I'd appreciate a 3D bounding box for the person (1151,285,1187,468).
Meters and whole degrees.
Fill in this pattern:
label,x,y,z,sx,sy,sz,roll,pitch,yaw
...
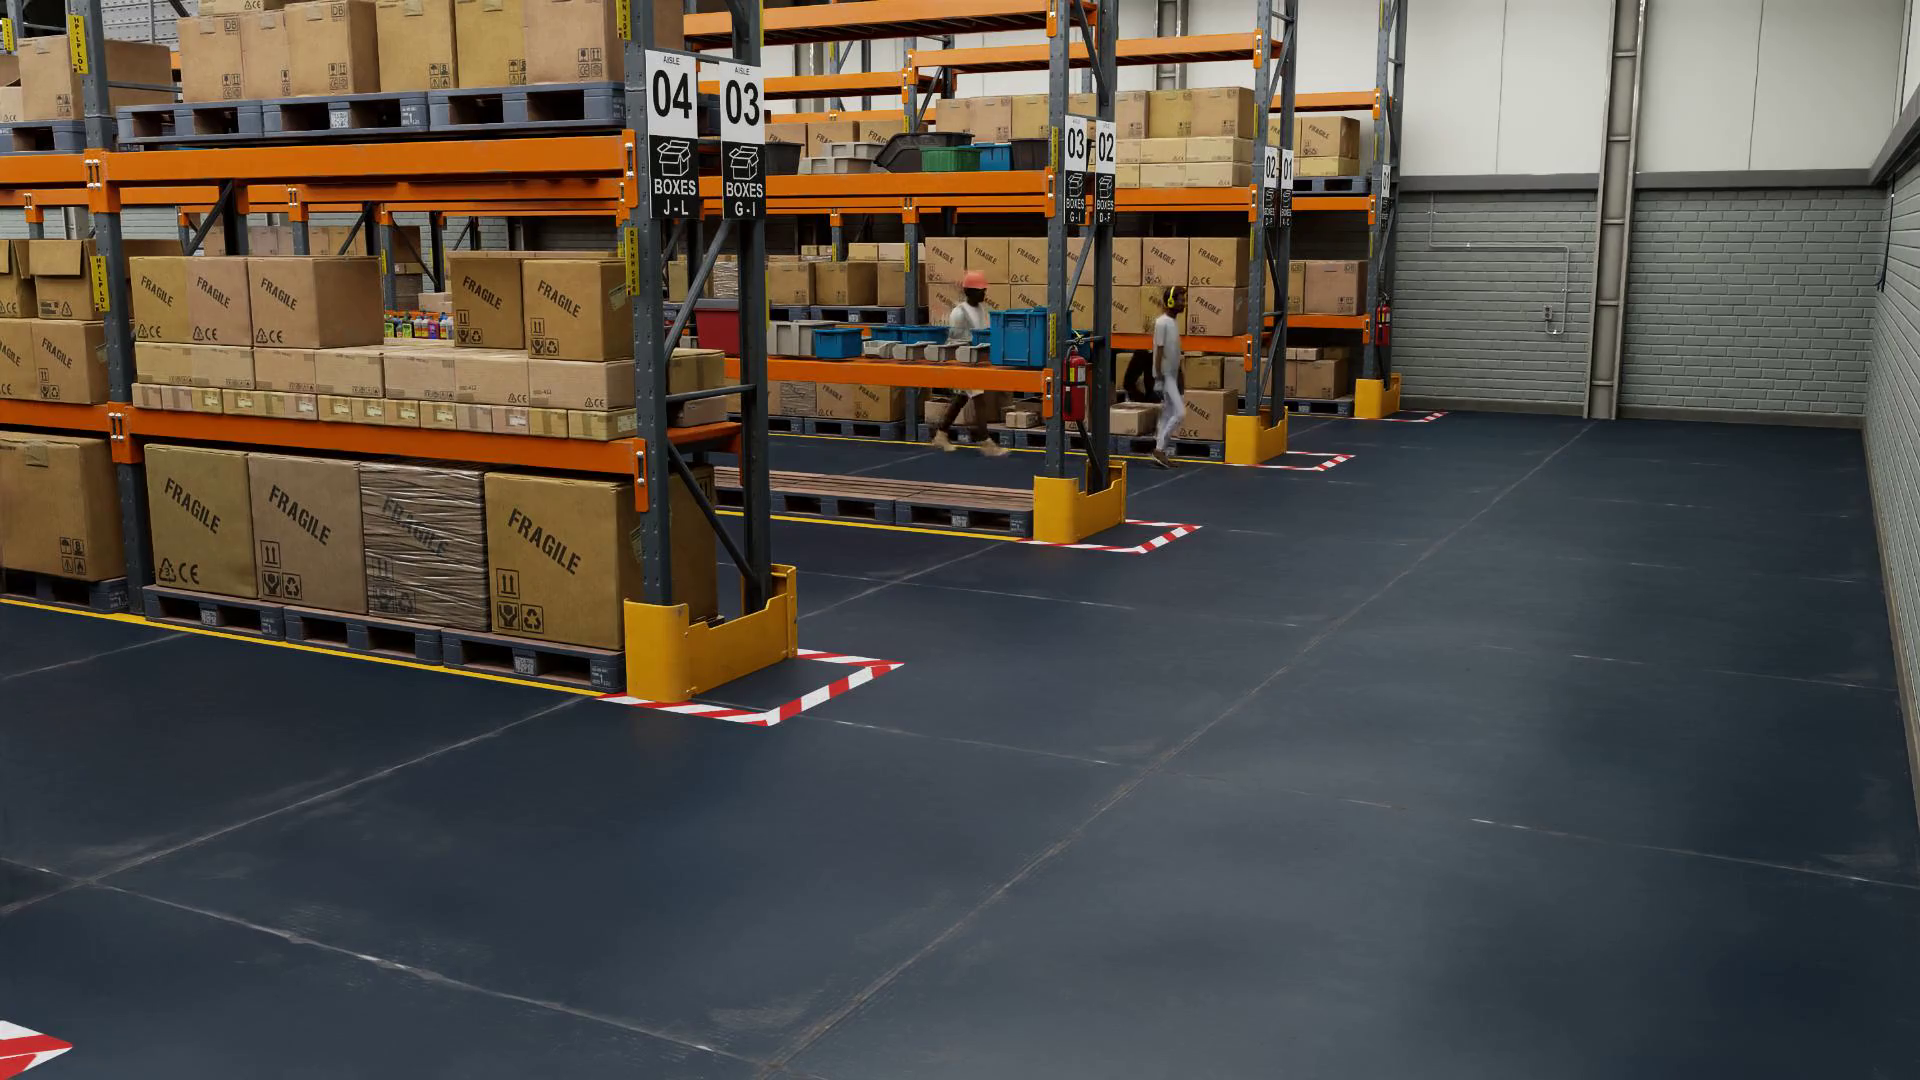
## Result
label,x,y,z,sx,sy,sz,roll,pitch,yaw
person,2.134,-1.624,16.723,0.440,1.850,0.550,4,11,23

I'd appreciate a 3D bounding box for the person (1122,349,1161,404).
label,x,y,z,sx,sy,sz,roll,pitch,yaw
person,2.196,-2.219,19.854,0.543,1.890,0.675,8,13,37

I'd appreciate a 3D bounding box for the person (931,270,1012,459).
label,x,y,z,sx,sy,sz,roll,pitch,yaw
person,0.081,-1.876,17.750,1.044,1.995,0.616,5,12,27
